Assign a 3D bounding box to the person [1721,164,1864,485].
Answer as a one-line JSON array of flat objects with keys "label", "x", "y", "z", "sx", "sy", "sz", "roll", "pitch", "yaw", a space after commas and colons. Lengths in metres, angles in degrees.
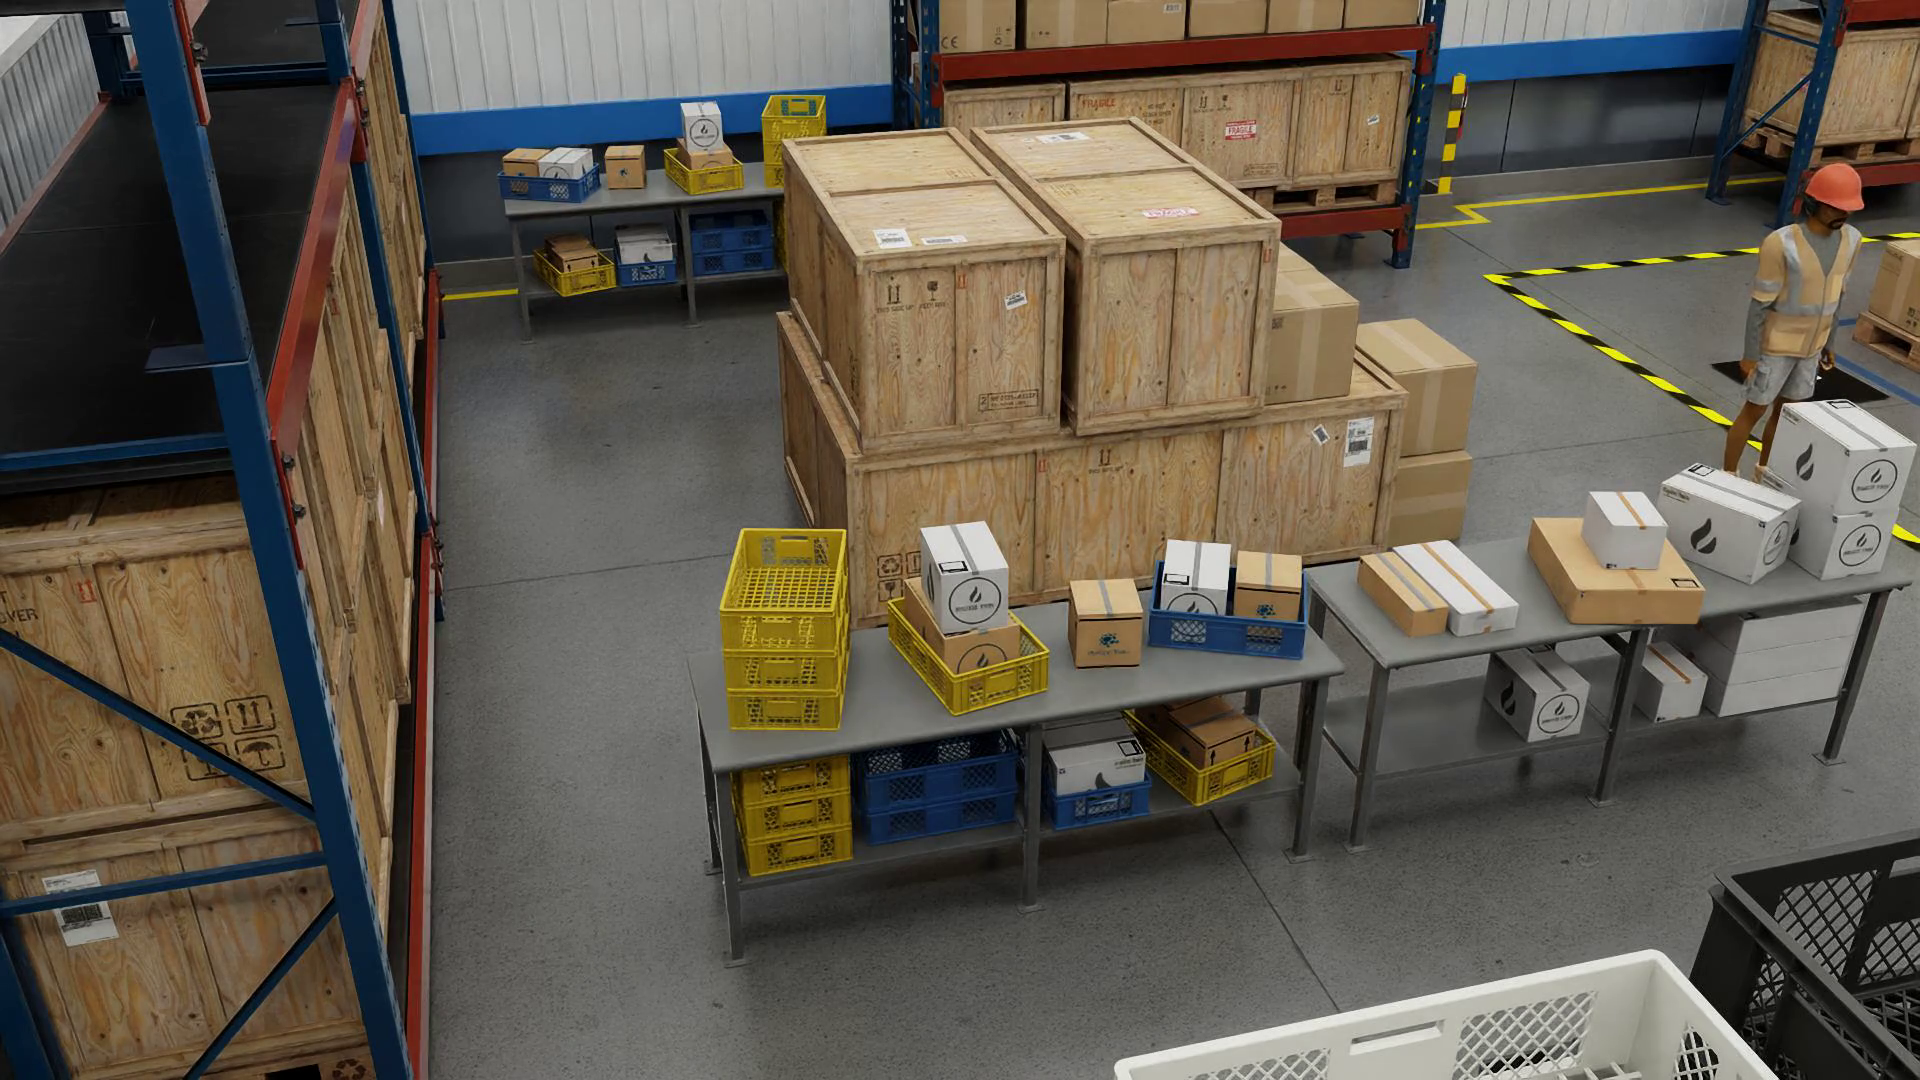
[{"label": "person", "x": 4.644, "y": -1.091, "z": 9.261, "sx": 0.613, "sy": 2.040, "sz": 0.376, "roll": -8, "pitch": 30, "yaw": -14}]
